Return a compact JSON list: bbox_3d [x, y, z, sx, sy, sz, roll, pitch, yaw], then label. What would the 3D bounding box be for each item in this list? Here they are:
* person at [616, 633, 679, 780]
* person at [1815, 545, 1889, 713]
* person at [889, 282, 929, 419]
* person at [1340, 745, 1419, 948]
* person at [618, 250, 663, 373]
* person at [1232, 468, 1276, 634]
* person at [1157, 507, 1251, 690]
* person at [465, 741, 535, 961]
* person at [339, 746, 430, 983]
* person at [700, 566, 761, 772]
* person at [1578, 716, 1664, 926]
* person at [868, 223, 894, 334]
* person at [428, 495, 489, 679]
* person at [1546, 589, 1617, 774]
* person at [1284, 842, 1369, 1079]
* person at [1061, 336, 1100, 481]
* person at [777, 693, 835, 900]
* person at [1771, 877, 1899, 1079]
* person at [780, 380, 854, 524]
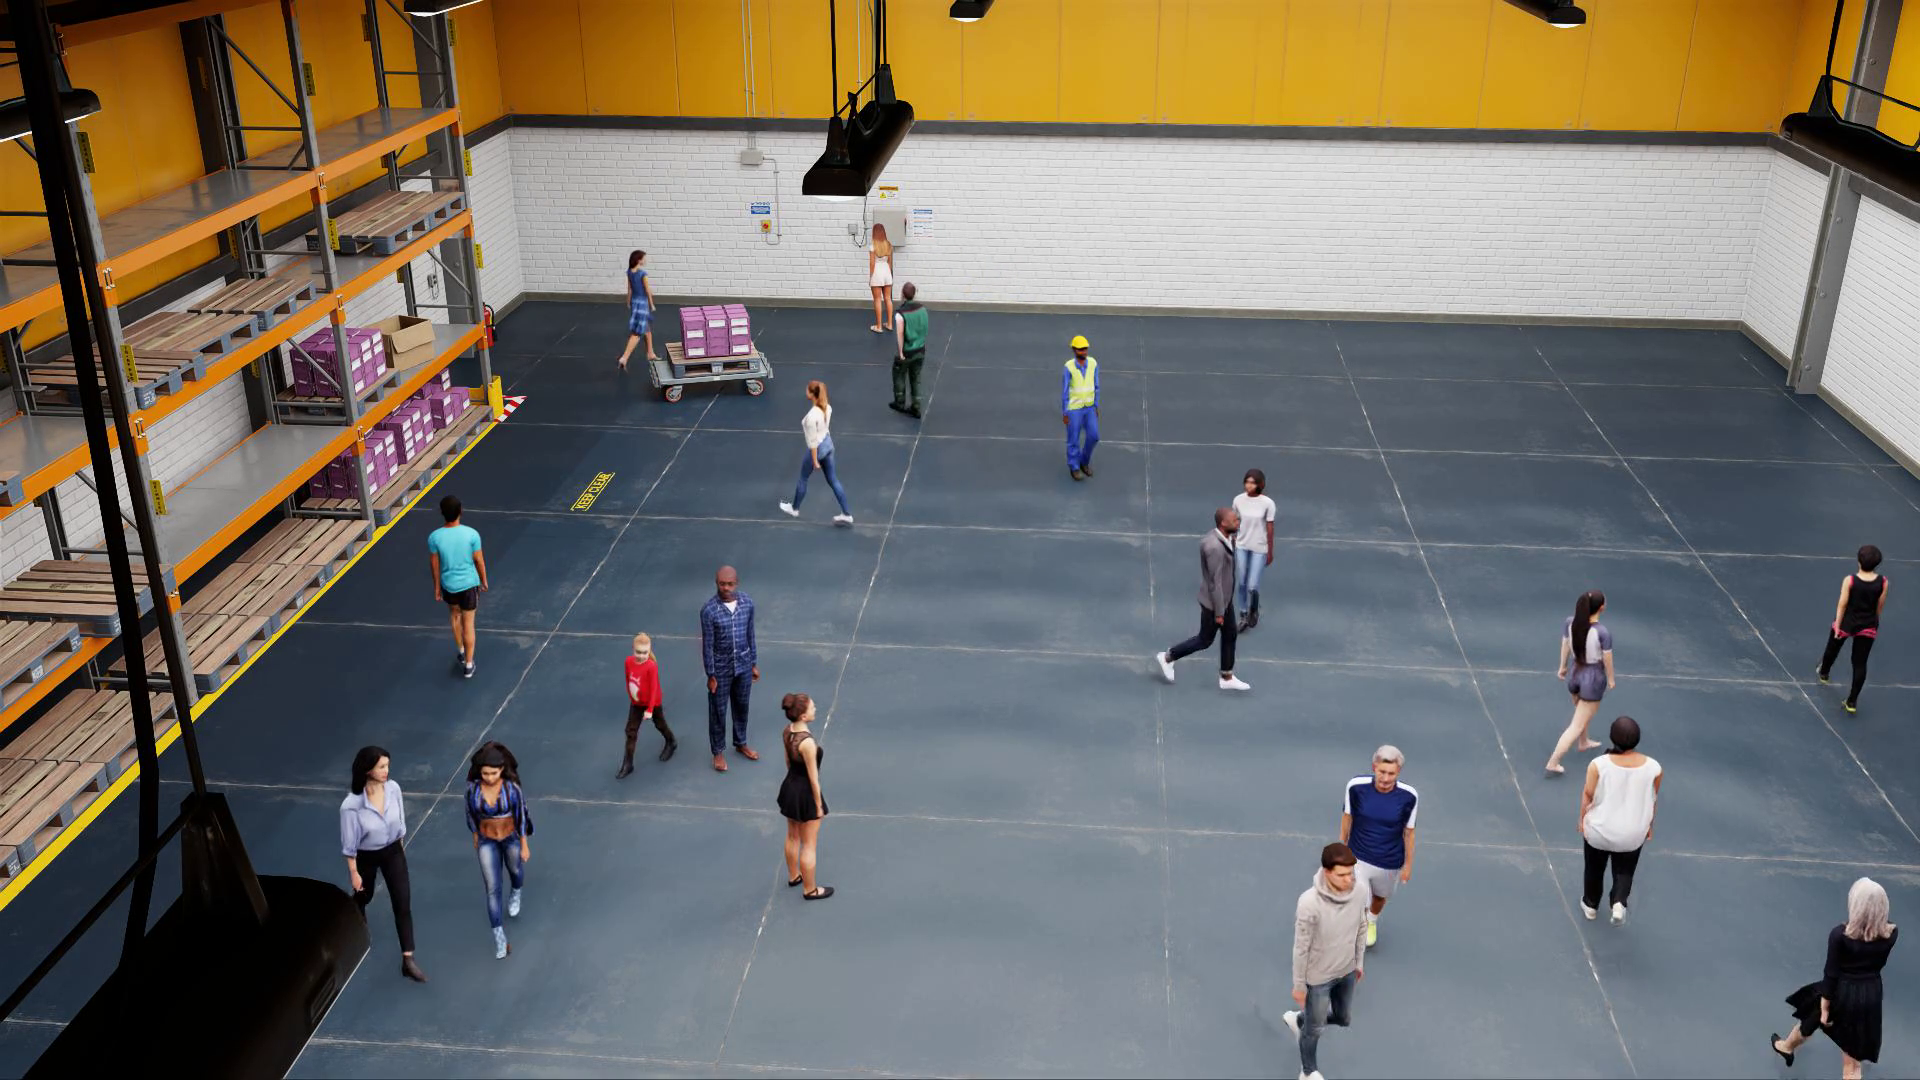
[{"bbox_3d":[-2.609,1.352,14.024,0.668,1.248,0.959,10,26,22],"label":"person"},{"bbox_3d":[8.069,0.812,14.934,0.687,1.509,1.070,7,25,15],"label":"person"},{"bbox_3d":[-0.619,-2.510,22.138,0.867,1.824,0.938,-14,27,-30],"label":"person"},{"bbox_3d":[2.875,2.162,11.501,0.754,1.783,1.210,5,24,12],"label":"person"},{"bbox_3d":[-4.646,-3.248,23.900,1.108,1.765,1.193,22,32,40],"label":"person"},{"bbox_3d":[2.882,0.092,16.329,0.709,1.709,0.747,13,27,26],"label":"person"},{"bbox_3d":[2.237,0.545,15.196,1.011,1.787,1.147,10,26,23],"label":"person"},{"bbox_3d":[-3.264,2.123,11.863,0.797,1.566,1.137,-3,24,-7],"label":"person"},{"bbox_3d":[-4.084,2.202,11.517,1.165,1.697,1.209,-18,30,-36],"label":"person"},{"bbox_3d":[-1.953,1.040,14.024,0.765,1.818,0.810,-16,28,-32],"label":"person"},{"bbox_3d":[4.694,2.046,11.900,0.714,1.677,0.778,5,24,12],"label":"person"},{"bbox_3d":[-1.234,-4.096,25.928,0.675,1.696,0.723,-15,28,-31],"label":"person"},{"bbox_3d":[-4.633,0.469,15.406,0.712,1.758,0.766,-4,24,-9],"label":"person"},{"bbox_3d":[5.179,1.214,13.878,0.987,1.616,1.043,-12,26,-25],"label":"person"},{"bbox_3d":[2.237,2.620,10.379,0.903,1.843,0.992,-11,26,-24],"label":"person"},{"bbox_3d":[1.422,-1.620,20.129,0.796,1.804,0.800,-9,25,-21],"label":"person"},{"bbox_3d":[-1.169,1.875,12.297,0.742,1.672,0.667,-14,27,-29],"label":"person"},{"bbox_3d":[5.374,2.866,9.991,0.621,1.704,1.134,1,24,3],"label":"person"},{"bbox_3d":[-1.504,-0.949,18.761,1.021,1.670,1.168,14,27,28],"label":"person"}]
